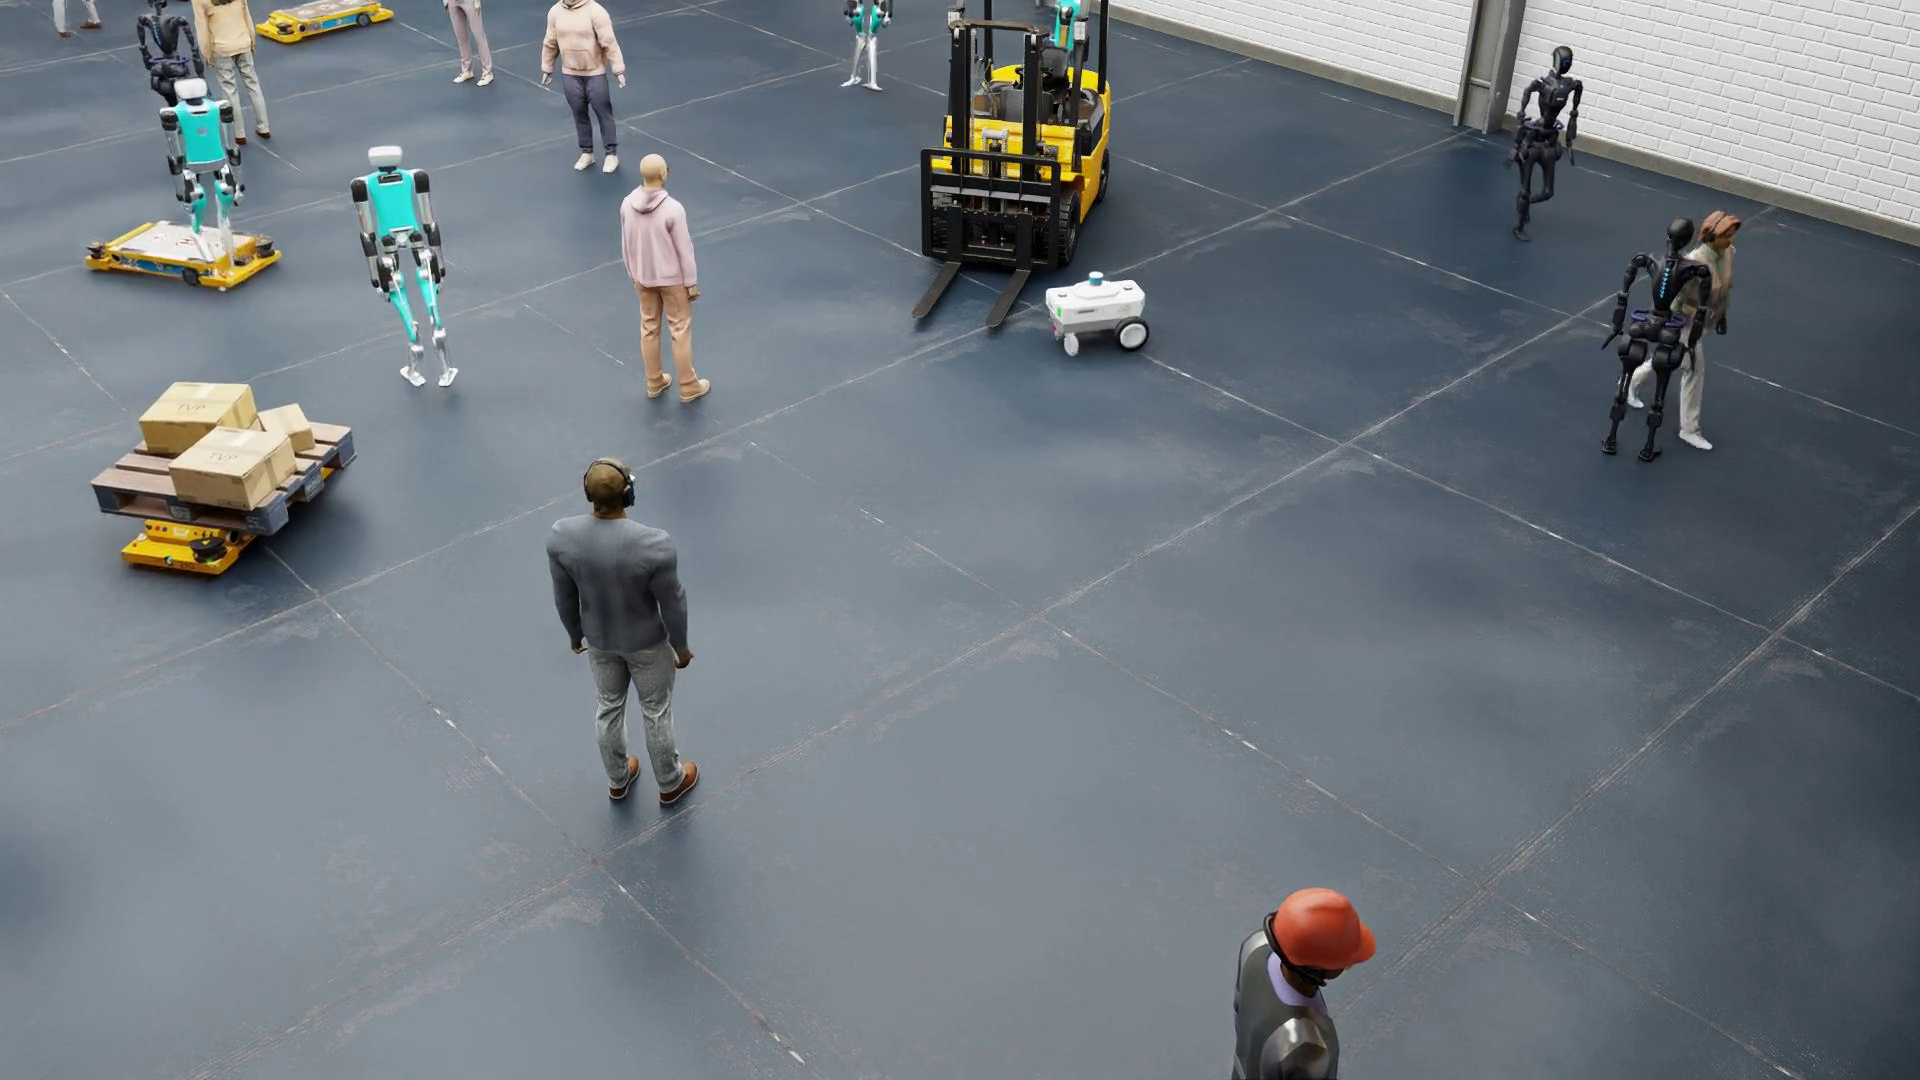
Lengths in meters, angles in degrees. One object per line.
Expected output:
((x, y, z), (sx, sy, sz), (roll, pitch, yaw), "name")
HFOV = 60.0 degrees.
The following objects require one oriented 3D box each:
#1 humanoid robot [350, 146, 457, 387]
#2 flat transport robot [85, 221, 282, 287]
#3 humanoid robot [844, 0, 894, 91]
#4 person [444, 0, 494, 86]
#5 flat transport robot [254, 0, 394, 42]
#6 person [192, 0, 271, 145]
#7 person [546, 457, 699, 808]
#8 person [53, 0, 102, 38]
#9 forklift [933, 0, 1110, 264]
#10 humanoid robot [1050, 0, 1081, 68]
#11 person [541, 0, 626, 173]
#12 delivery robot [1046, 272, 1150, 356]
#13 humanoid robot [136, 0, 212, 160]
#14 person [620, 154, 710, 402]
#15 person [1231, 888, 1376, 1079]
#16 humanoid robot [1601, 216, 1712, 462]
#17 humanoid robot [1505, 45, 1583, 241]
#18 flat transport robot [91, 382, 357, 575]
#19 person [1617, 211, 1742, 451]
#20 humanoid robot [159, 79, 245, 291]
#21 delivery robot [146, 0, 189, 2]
((-3.797, -1.789, 11.585), (0.546, 1.738, 0.881), (-17, 37, -24), "humanoid robot")
((-6.467, -2.386, 13.841), (1.431, 0.231, 0.659), (10, 34, 15), "flat transport robot")
((-0.956, -5.580, 17.403), (0.625, 1.778, 0.833), (0, 33, 1), "humanoid robot")
((-5.266, -5.691, 17.556), (0.513, 1.759, 0.332), (14, 36, 20), "person")
((-7.519, -6.179, 19.670), (0.659, 0.231, 1.431), (26, 41, 34), "flat transport robot")
((-7.026, -4.750, 16.015), (0.414, 1.869, 0.562), (26, 41, 34), "person")
((-1.584, 0.461, 7.935), (0.636, 1.937, 0.359), (6, 34, 9), "person")
((-10.356, -6.641, 19.139), (0.503, 1.616, 0.380), (-19, 38, -26), "person")
((0.570, -3.725, 14.138), (1.214, 2.155, 2.313), (9, 34, 13), "forklift")
((0.767, -4.300, 15.527), (0.728, 1.881, 0.549), (8, 34, 11), "humanoid robot")
((-3.474, -4.353, 15.412), (0.816, 1.856, 0.437), (6, 33, 9), "person")
((1.055, -1.724, 12.578), (0.785, 0.613, 0.514), (-8, 34, -12), "delivery robot")
((-7.356, -4.331, 15.546), (0.595, 1.657, 0.391), (3, 33, 4), "humanoid robot")
((-2.074, -1.799, 11.550), (0.536, 1.781, 0.400), (12, 35, 17), "person")
((1.093, 1.930, 5.582), (0.370, 2.042, 0.613), (-5, 33, -7), "person")
((4.541, -1.327, 10.908), (0.599, 1.657, 0.315), (17, 37, 25), "humanoid robot")
((4.900, -3.382, 14.078), (0.599, 1.642, 0.445), (-6, 34, -9), "humanoid robot")
((-4.611, -0.272, 10.591), (0.659, 0.231, 1.431), (7, 34, 11), "flat transport robot")
((4.908, -1.482, 11.228), (0.514, 1.603, 0.819), (-23, 39, -31), "person")
((-5.984, -2.821, 13.189), (0.533, 1.790, 0.788), (-21, 39, -29), "humanoid robot")
((-9.854, -7.005, 20.694), (0.784, 0.613, 0.499), (-3, 33, -5), "delivery robot")
